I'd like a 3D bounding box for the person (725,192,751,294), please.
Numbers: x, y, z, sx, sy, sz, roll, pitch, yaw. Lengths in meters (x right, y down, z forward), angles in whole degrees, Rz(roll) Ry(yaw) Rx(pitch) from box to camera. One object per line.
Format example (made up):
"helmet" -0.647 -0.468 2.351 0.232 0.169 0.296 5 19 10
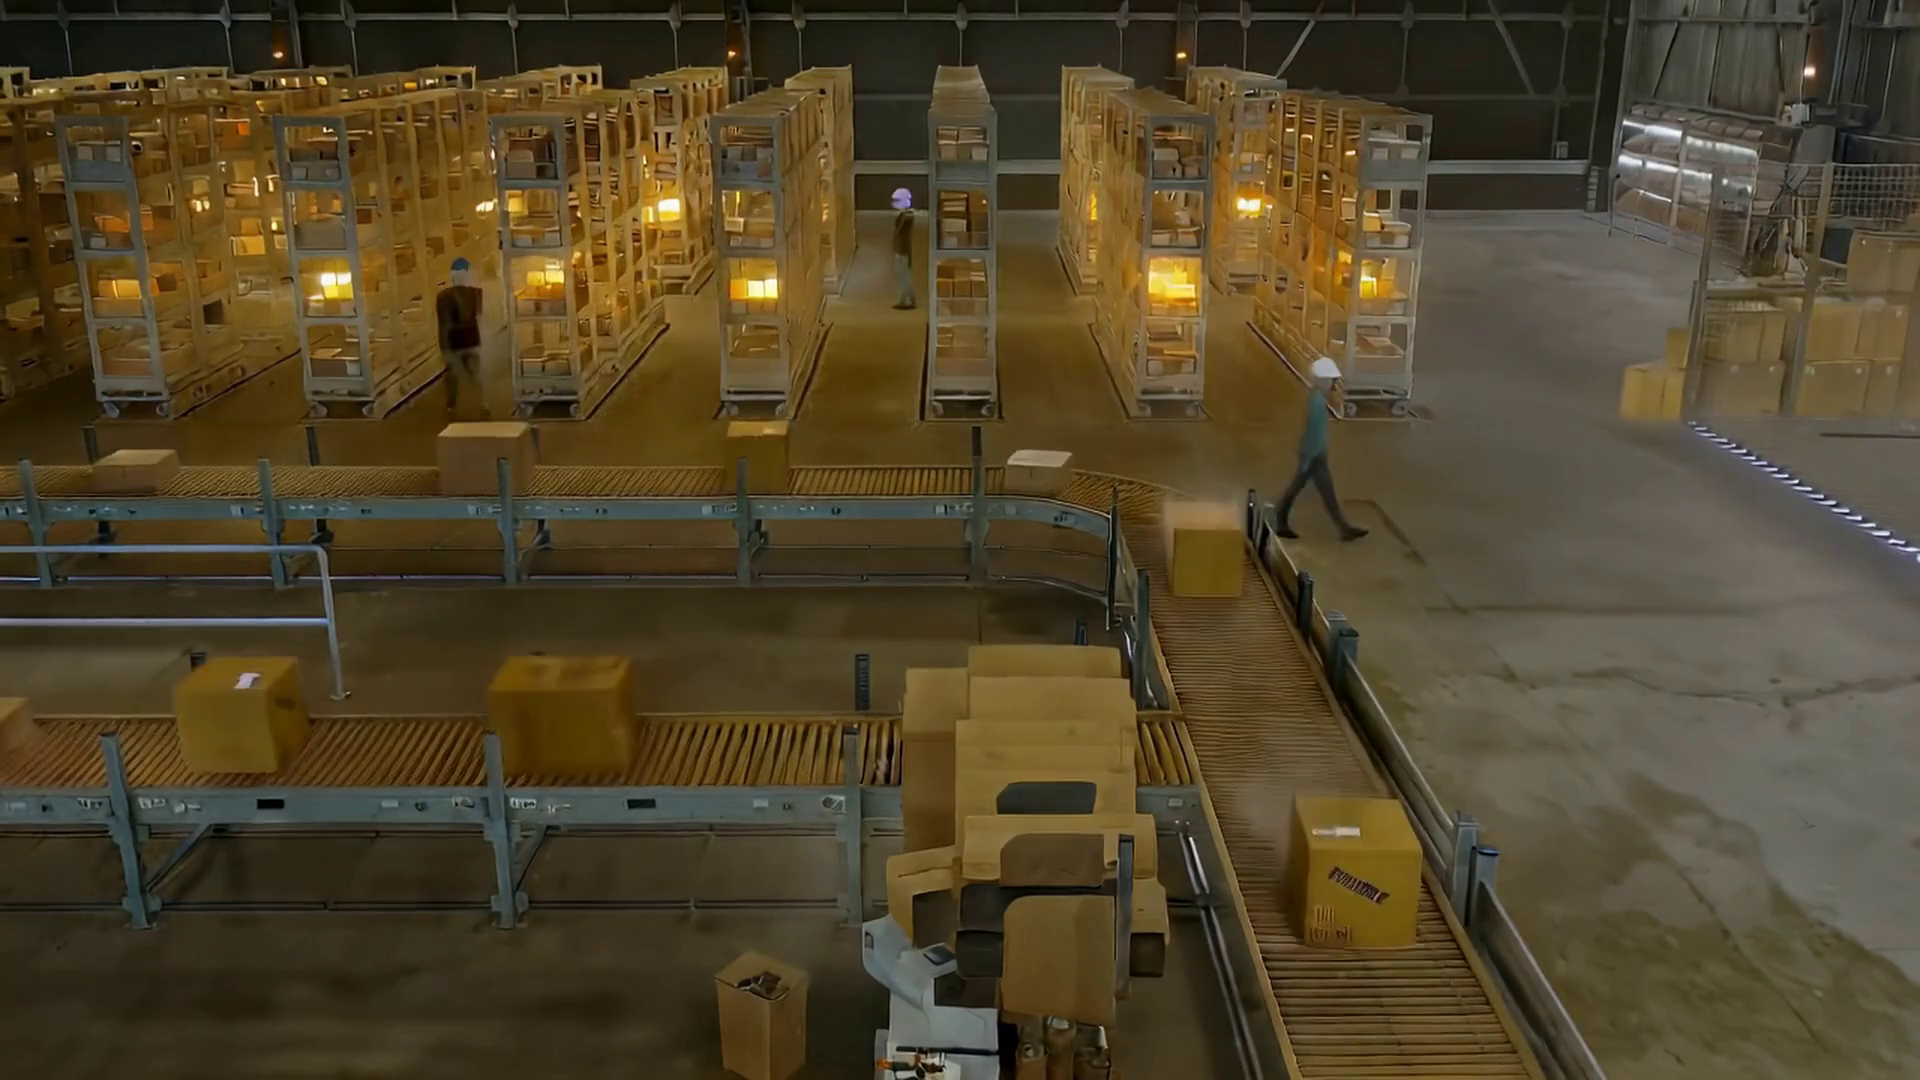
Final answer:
"person" -3.645 -4.933 27.909 0.604 1.803 0.451 -14 23 -37

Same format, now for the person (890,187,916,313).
"person" -0.918 -4.678 26.826 0.400 1.989 0.623 -7 19 -21

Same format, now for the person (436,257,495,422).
"person" -5.822 -2.314 19.553 0.634 2.003 0.946 -14 23 -36

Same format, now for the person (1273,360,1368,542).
"person" 3.340 -0.818 15.362 0.894 1.712 0.547 3 18 9
